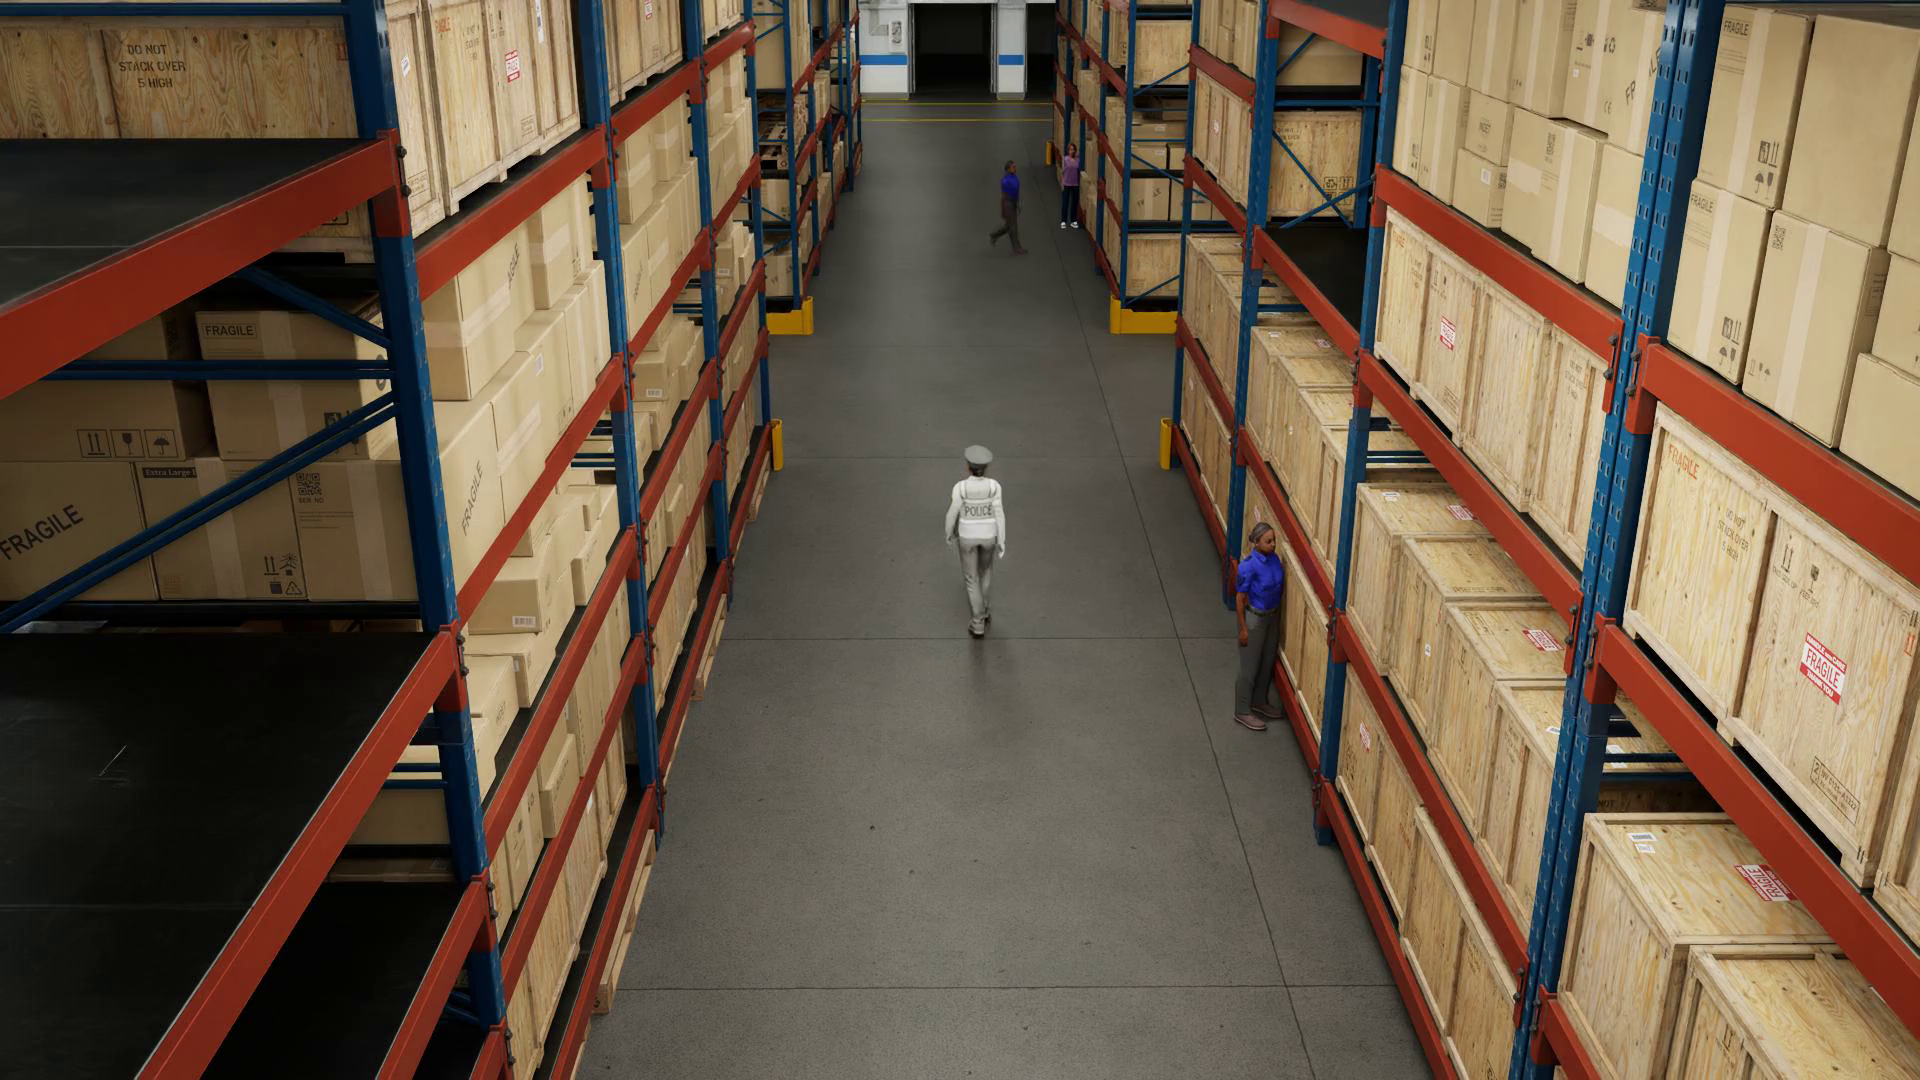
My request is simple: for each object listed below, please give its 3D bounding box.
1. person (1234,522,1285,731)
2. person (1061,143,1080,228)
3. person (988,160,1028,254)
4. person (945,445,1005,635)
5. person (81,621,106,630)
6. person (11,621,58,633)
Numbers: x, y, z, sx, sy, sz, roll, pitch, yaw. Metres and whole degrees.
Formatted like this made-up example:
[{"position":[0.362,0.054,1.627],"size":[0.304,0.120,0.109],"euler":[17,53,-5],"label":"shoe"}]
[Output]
[{"position":[2.365,0.653,13.005],"size":[0.355,1.658,0.437],"euler":[19,28,39],"label":"person"},{"position":[2.143,-6.835,32.073],"size":[0.401,1.601,0.328],"euler":[-4,22,-10],"label":"person"},{"position":[0.870,-6.006,29.915],"size":[0.860,1.620,0.470],"euler":[10,23,23],"label":"person"},{"position":[0.107,-0.054,14.719],"size":[0.502,1.669,0.765],"euler":[-5,22,-12],"label":"person"},{"position":[-7.646,-0.127,14.820],"size":[0.595,1.745,0.891],"euler":[5,22,13],"label":"person"},{"position":[-6.664,0.995,11.977],"size":[0.574,1.800,0.566],"euler":[-1,22,-3],"label":"person"}]
